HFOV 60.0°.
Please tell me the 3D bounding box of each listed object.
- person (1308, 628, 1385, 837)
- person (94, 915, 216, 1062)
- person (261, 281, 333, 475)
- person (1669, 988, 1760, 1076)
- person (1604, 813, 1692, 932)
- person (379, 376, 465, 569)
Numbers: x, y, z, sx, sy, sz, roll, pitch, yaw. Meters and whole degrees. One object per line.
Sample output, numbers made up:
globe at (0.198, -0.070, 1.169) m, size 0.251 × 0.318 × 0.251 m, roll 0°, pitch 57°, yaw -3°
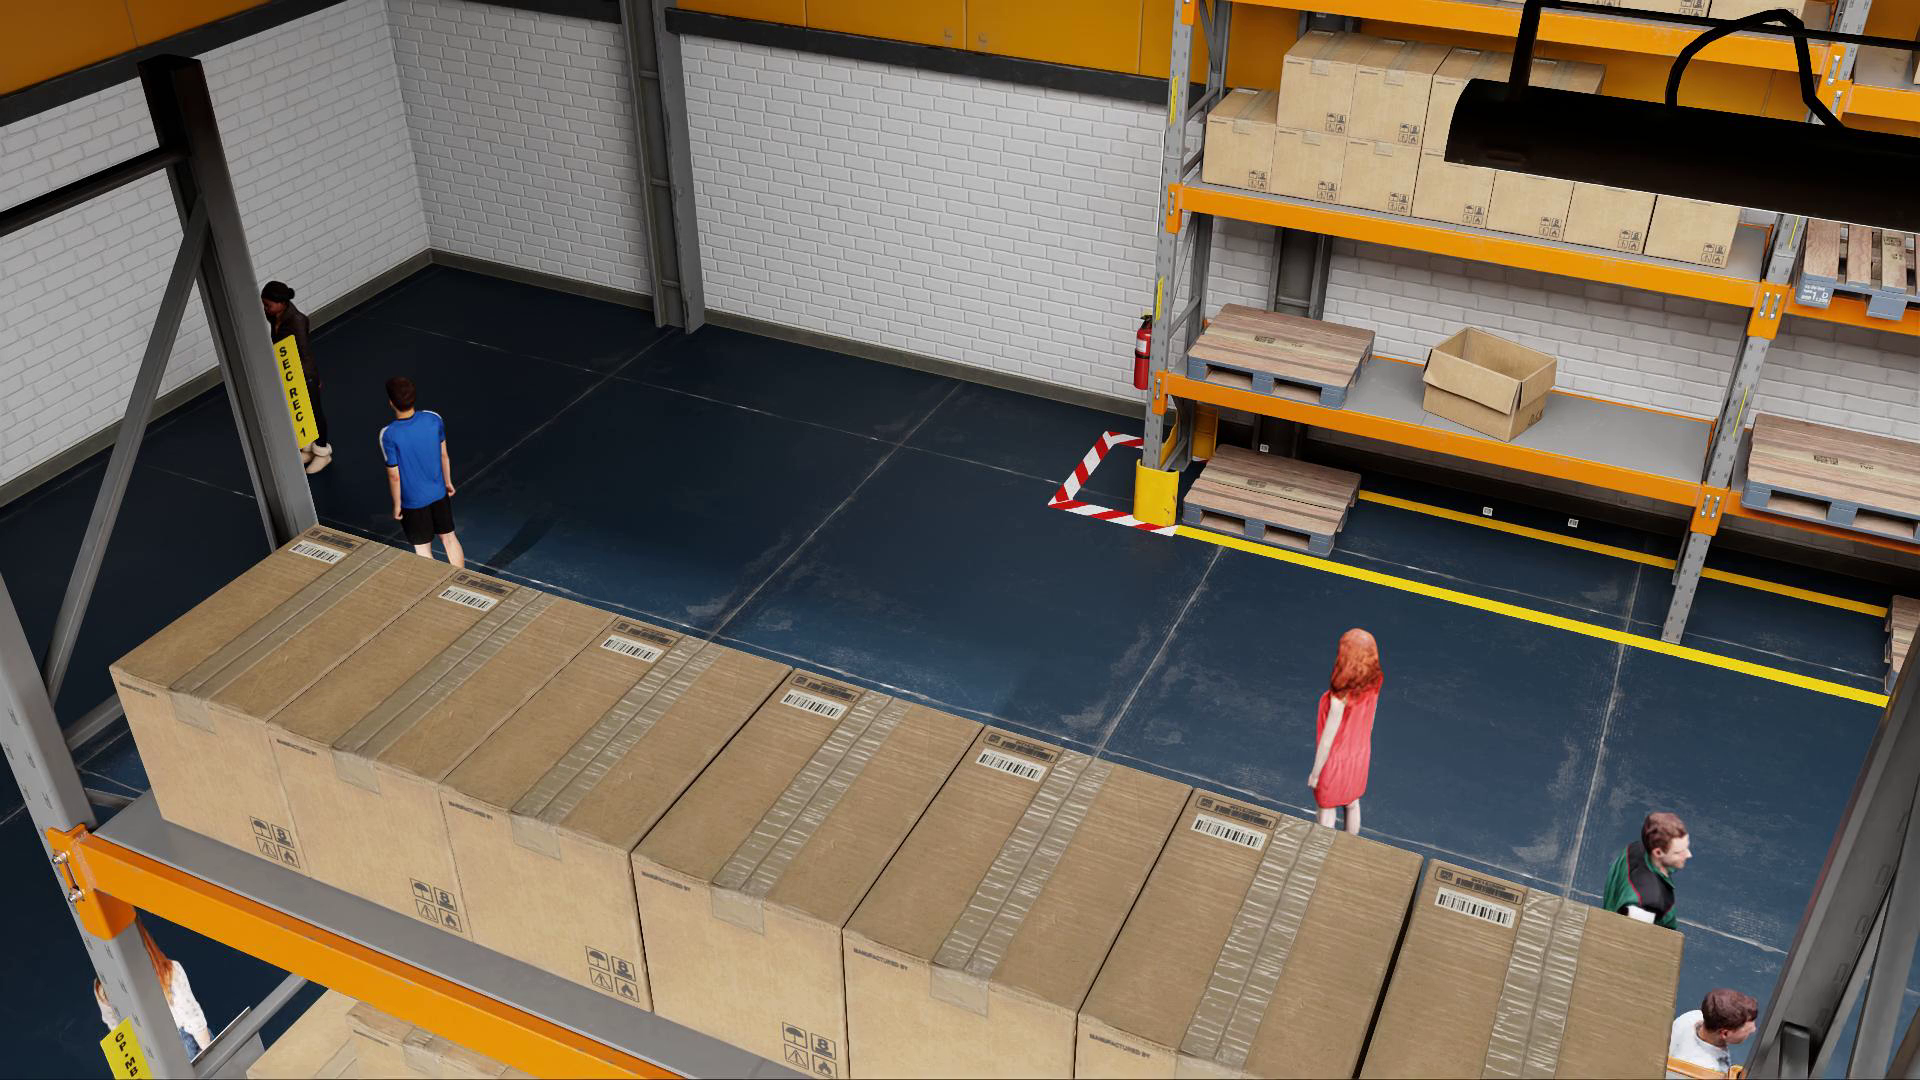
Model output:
person at (2.196, 1.279, 9.527) m, size 0.651 × 1.824 × 0.637 m, roll -26°, pitch 42°, yaw -34°
person at (-3.740, 2.469, 7.844) m, size 0.984 × 1.705 × 1.027 m, roll -11°, pitch 35°, yaw -16°
person at (-5.420, -1.379, 13.673) m, size 0.578 × 1.660 × 0.650 m, roll -1°, pitch 34°, yaw -1°
person at (3.100, 2.638, 7.484) m, size 0.943 × 1.822 × 0.753 m, roll 7°, pitch 34°, yaw 11°
person at (3.333, 2.080, 8.307) m, size 0.640 × 1.841 × 0.683 m, roll 7°, pitch 34°, yaw 10°
person at (-3.855, -0.336, 11.919) m, size 0.668 × 1.866 × 0.720 m, roll 25°, pitch 41°, yaw 33°
